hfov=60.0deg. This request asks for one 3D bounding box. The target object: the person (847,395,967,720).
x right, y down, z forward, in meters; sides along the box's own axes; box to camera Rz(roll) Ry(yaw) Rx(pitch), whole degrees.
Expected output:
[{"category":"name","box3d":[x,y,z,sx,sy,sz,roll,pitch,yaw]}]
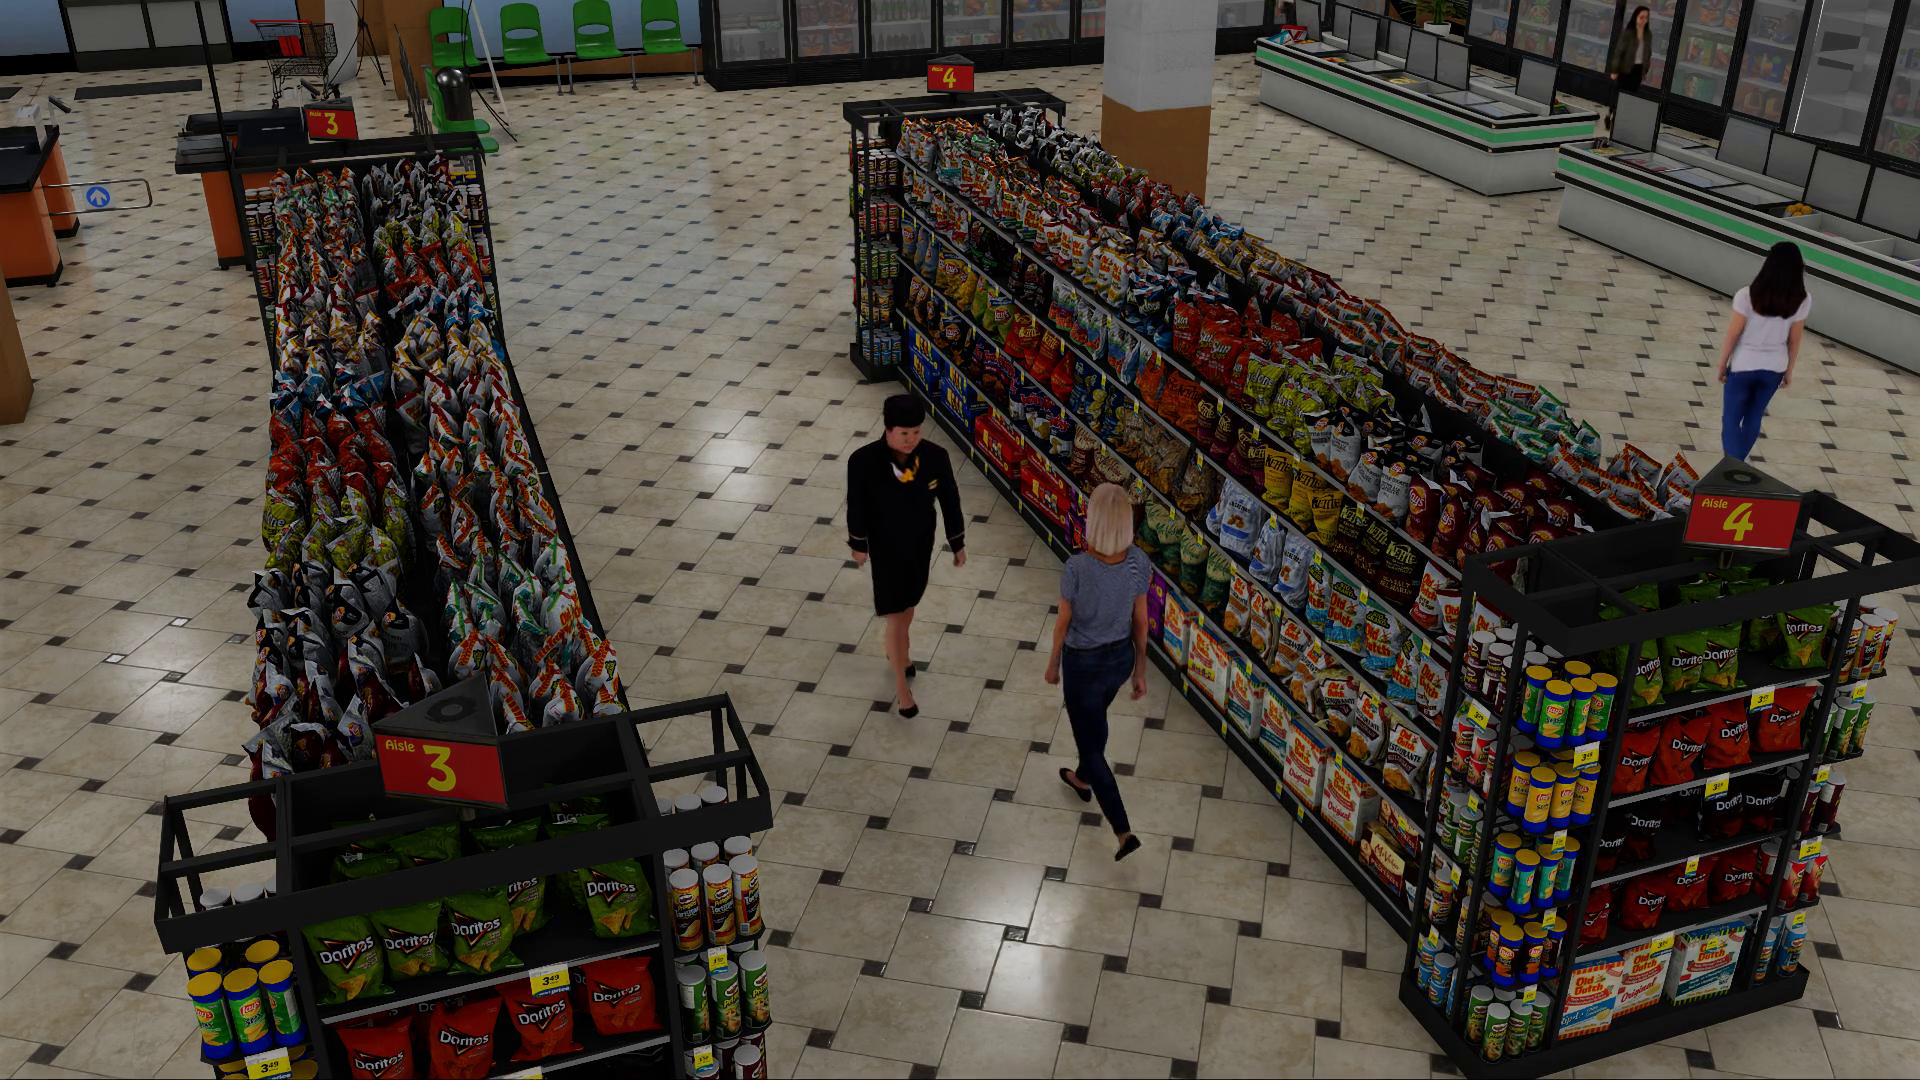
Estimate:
[{"category":"person","box3d":[-0.311,0.013,8.411,0.749,1.643,0.976,-9,28,-18]}]

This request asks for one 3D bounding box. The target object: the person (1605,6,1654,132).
[{"category":"person","box3d":[7.811,-5.494,19.464,0.632,1.468,0.634,-5,27,-9]}]

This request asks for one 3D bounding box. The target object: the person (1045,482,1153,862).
[{"category":"person","box3d":[0.636,0.596,7.206,0.611,1.693,1.084,-11,29,-21]}]

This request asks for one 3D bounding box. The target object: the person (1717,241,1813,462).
[{"category":"person","box3d":[4.984,-1.004,10.396,0.944,1.662,1.106,6,27,11]}]

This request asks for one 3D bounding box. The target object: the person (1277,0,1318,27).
[{"category":"person","box3d":[4.363,-6.999,22.106,0.793,1.762,1.136,-12,29,-23]}]
